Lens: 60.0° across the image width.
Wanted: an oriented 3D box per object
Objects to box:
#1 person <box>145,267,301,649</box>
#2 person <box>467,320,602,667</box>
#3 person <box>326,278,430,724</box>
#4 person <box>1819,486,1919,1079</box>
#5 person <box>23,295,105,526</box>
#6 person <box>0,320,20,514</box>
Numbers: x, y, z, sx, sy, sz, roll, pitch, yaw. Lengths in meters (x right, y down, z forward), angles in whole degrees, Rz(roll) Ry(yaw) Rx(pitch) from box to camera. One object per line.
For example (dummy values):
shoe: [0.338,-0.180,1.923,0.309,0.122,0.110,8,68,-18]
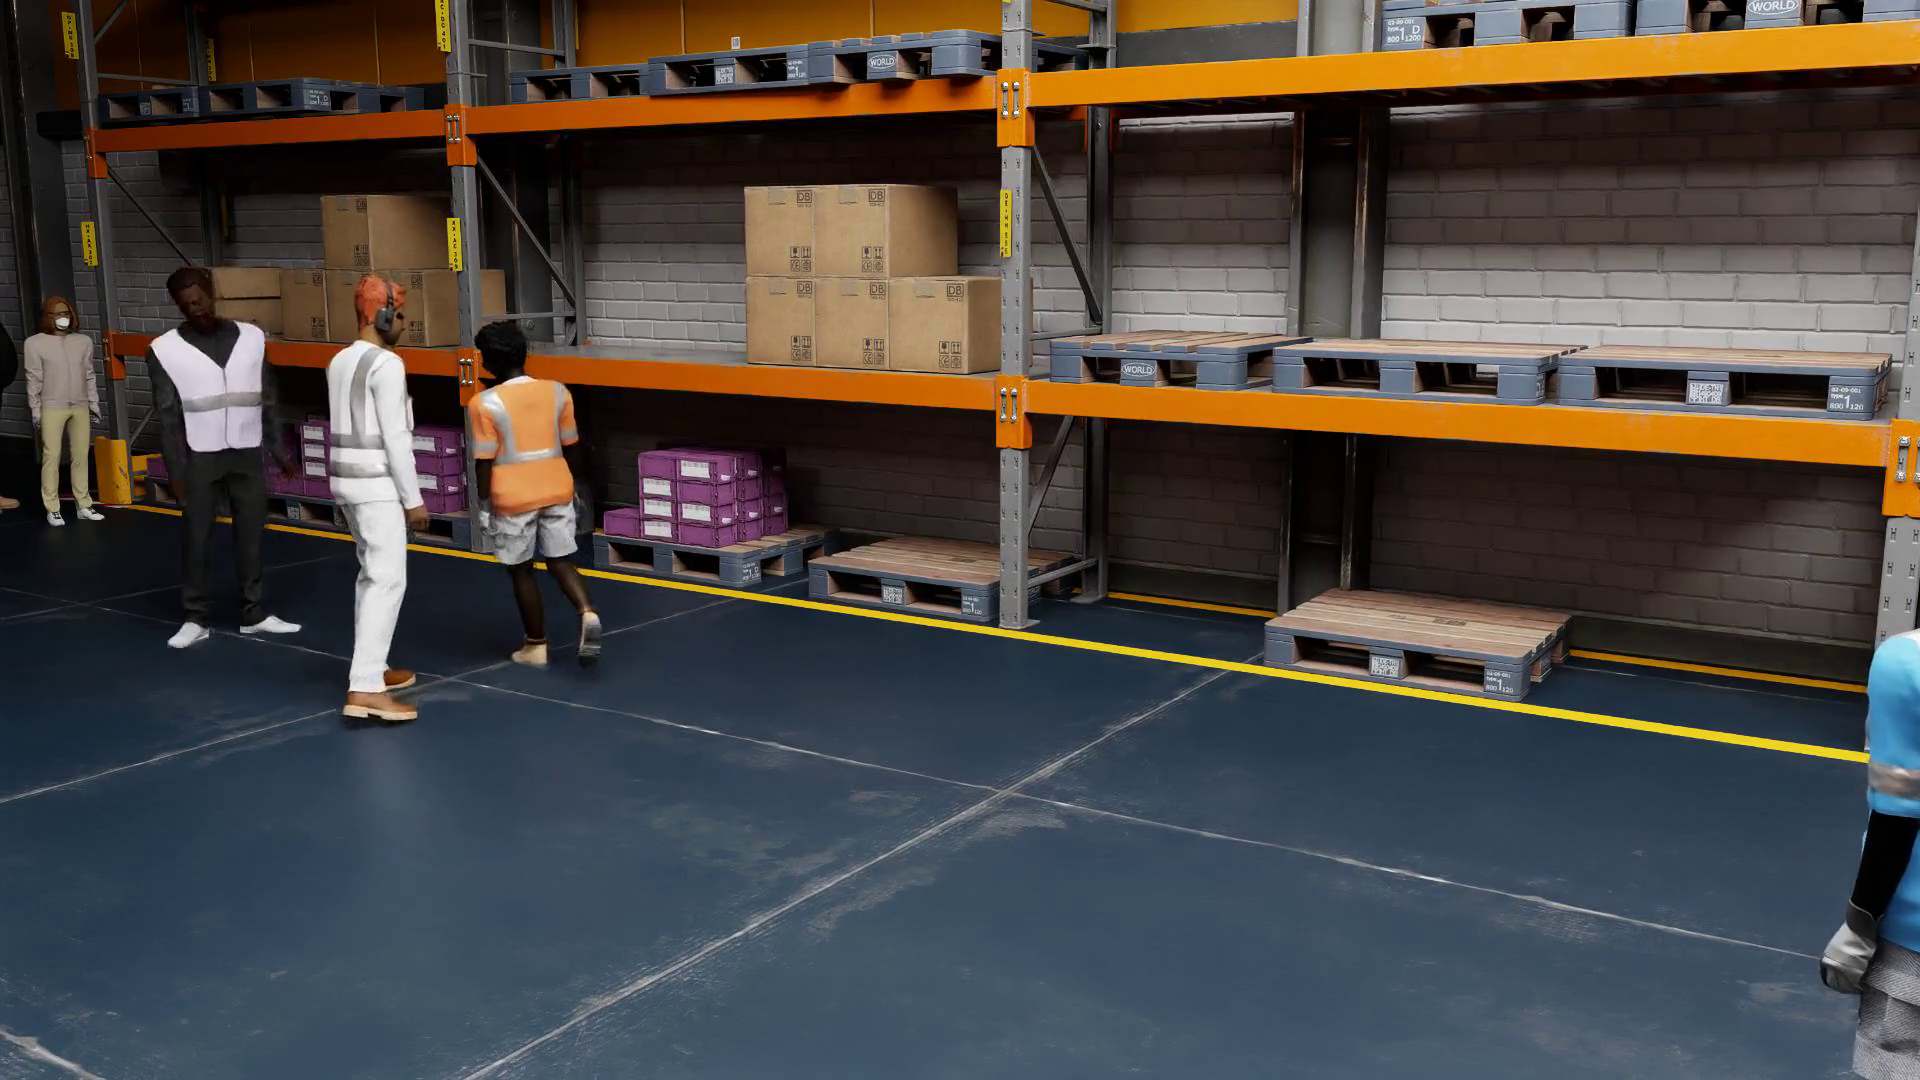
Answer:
person: [-3.728,-0.412,8.383,0.374,1.880,0.687,10,14,43]
person: [-1.950,-0.175,7.682,0.552,1.666,0.615,-10,14,-43]
person: [-2.527,-0.178,7.132,0.501,1.867,0.764,-9,13,-39]
person: [1.754,0.667,2.900,0.530,1.693,0.321,-3,11,-16]
person: [-6.391,-0.925,11.883,0.266,1.631,0.507,7,12,32]
person: [-7.253,-1.200,12.279,0.539,2.000,0.689,-2,10,-10]
